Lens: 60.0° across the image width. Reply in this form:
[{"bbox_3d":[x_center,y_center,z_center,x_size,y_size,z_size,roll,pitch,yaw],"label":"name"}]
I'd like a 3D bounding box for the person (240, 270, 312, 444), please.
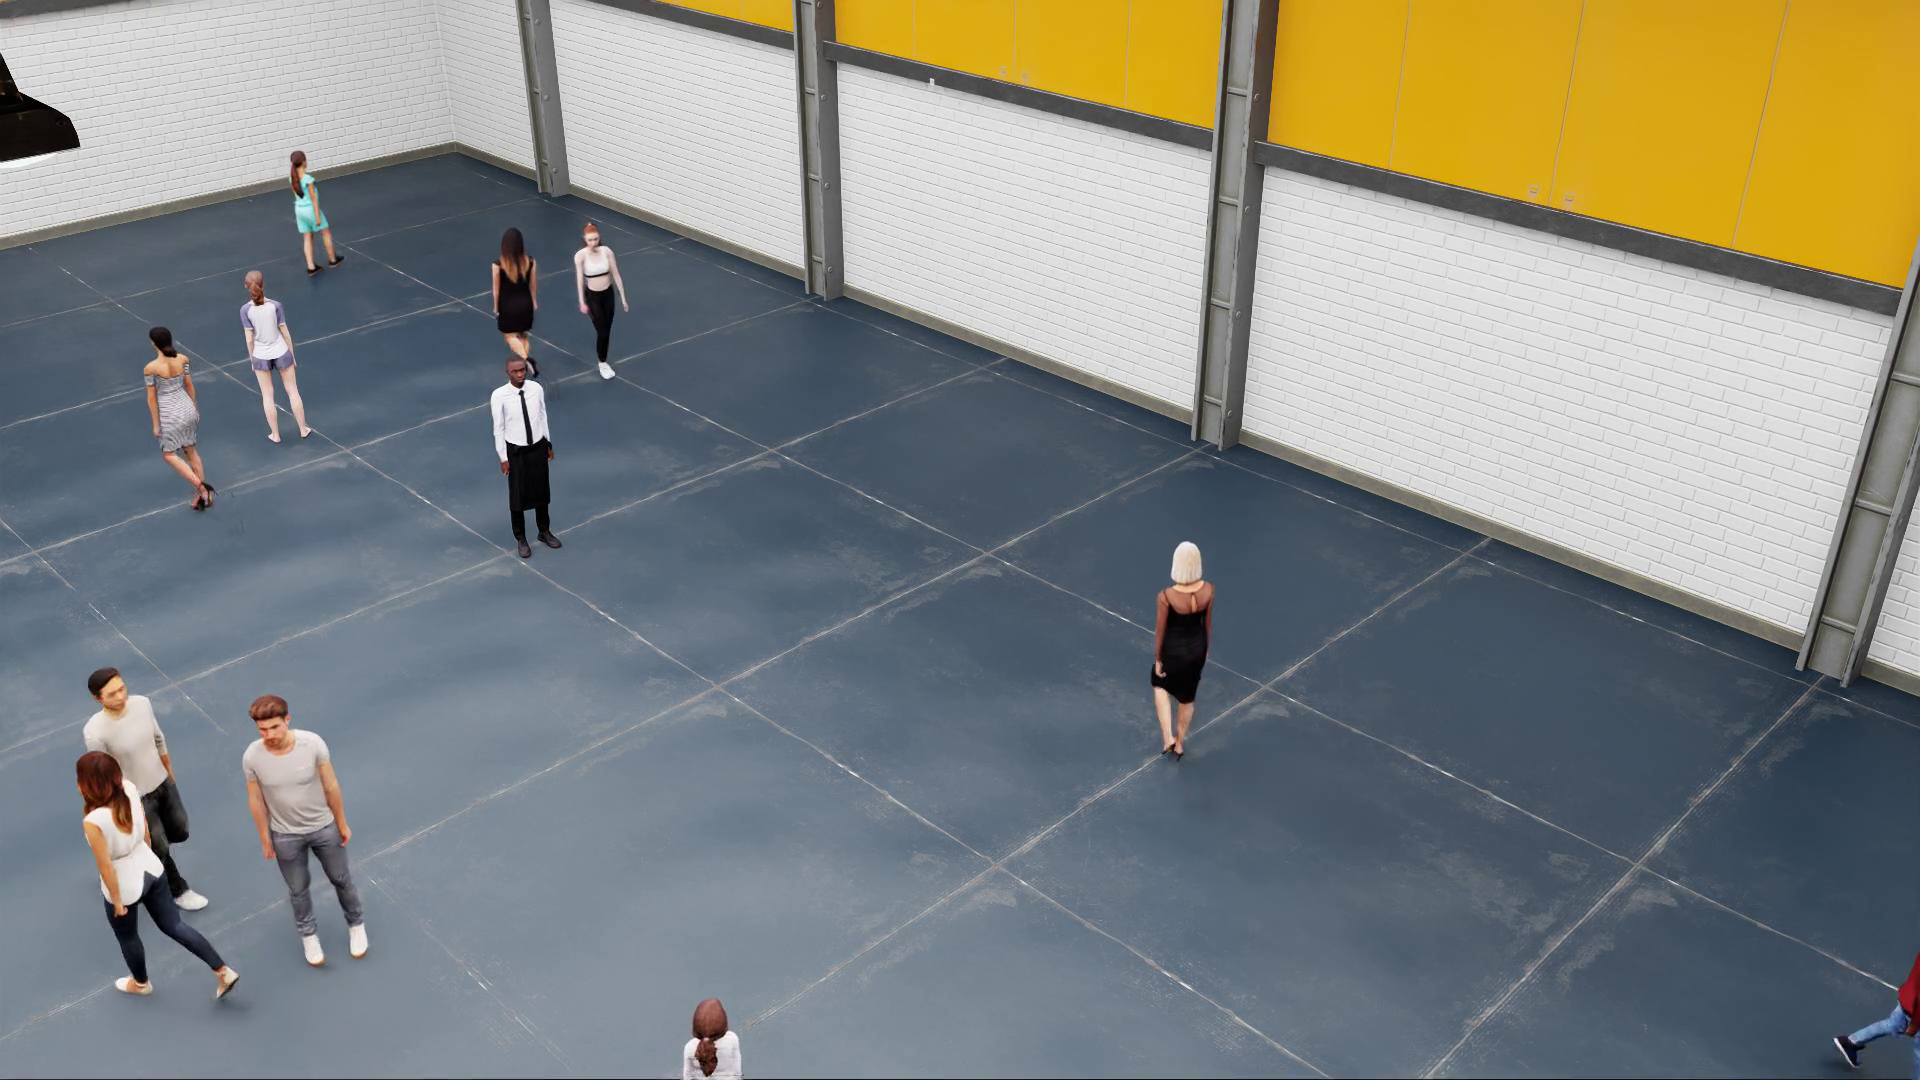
[{"bbox_3d":[-6.800,-1.815,16.421,0.657,1.768,0.671,-12,31,-21],"label":"person"}]

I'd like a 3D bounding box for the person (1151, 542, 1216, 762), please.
[{"bbox_3d":[1.570,0.839,11.590,0.746,1.734,0.800,-5,29,-9],"label":"person"}]

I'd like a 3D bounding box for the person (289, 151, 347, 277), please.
[{"bbox_3d":[-8.183,-4.062,20.776,0.859,1.540,0.829,10,30,18],"label":"person"}]

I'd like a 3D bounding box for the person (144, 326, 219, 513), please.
[{"bbox_3d":[-6.976,-1.037,14.953,0.782,1.807,0.688,18,33,29],"label":"person"}]

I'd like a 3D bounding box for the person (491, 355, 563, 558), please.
[{"bbox_3d":[-3.760,-0.758,14.413,0.676,1.835,0.590,-19,34,-31],"label":"person"}]

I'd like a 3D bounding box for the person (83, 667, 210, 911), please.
[{"bbox_3d":[-5.122,1.524,10.269,0.973,1.796,0.853,10,30,17],"label":"person"}]

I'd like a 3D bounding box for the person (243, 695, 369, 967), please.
[{"bbox_3d":[-3.901,1.679,9.891,0.758,1.888,0.756,-9,30,-16],"label":"person"}]

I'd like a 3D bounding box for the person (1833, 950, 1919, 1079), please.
[{"bbox_3d":[5.172,2.501,9.059,0.893,1.240,0.689,12,31,20],"label":"person"}]

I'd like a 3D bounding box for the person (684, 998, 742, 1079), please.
[{"bbox_3d":[-1.260,2.840,8.591,0.657,1.094,0.828,-9,30,-16],"label":"person"}]

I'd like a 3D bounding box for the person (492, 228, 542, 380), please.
[{"bbox_3d":[-4.655,-2.421,17.606,0.705,1.695,0.846,-23,36,-36],"label":"person"}]

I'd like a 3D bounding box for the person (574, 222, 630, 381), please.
[{"bbox_3d":[-3.911,-2.589,17.875,0.646,1.734,0.675,-20,35,-33],"label":"person"}]

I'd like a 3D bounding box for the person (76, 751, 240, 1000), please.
[{"bbox_3d":[-4.625,1.964,9.501,1.137,1.760,0.917,8,30,15],"label":"person"}]
